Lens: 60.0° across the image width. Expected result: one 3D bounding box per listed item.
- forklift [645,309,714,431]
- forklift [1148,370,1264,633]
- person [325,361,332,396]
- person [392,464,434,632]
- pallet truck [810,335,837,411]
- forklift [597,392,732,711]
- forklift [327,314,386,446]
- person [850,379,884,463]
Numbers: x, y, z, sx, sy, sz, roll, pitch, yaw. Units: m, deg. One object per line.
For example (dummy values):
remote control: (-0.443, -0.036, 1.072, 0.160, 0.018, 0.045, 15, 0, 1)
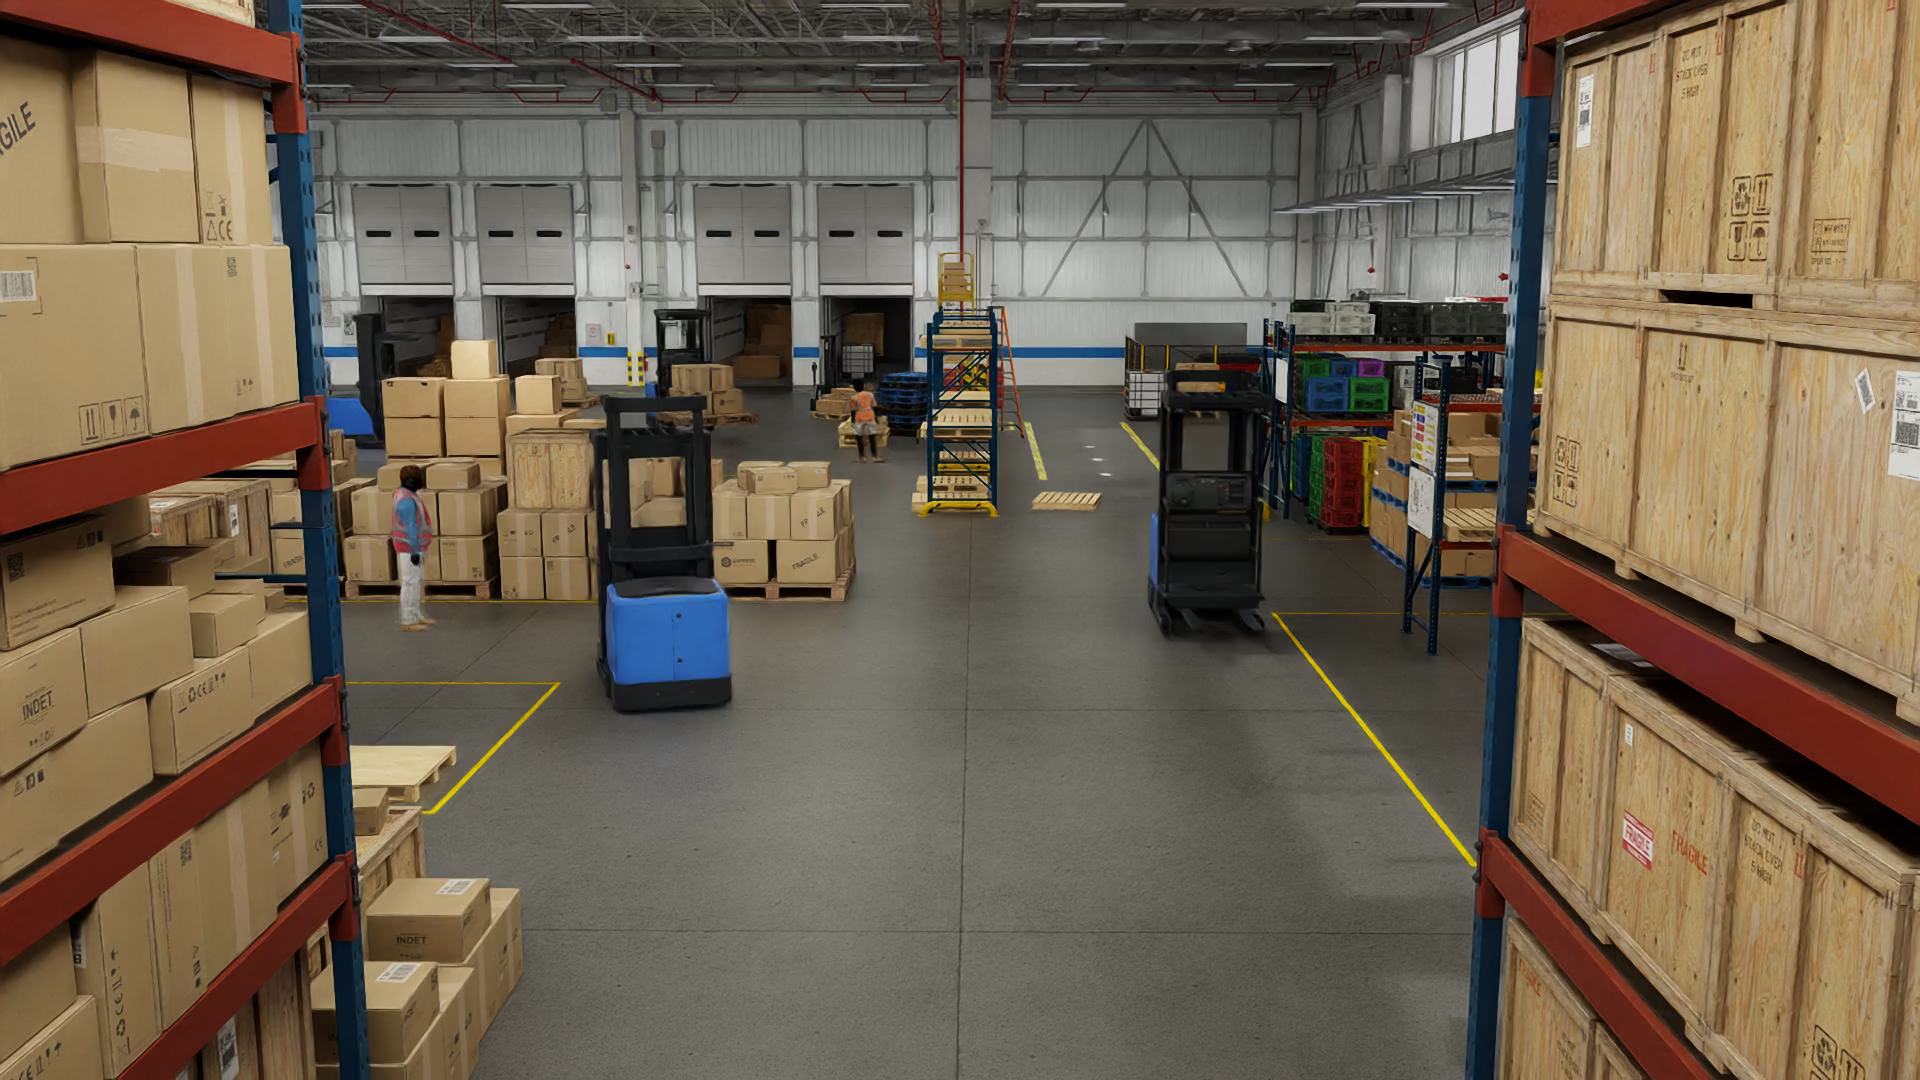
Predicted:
forklift: (-6.574, -3.962, 38.561, 1.129, 2.768, 1.873, -5, 11, -27)
forklift: (2.742, -0.514, 18.668, 1.129, 2.768, 1.873, 0, 10, 1)
person: (-15.036, -3.580, 39.072, 0.543, 1.939, 0.355, -4, 11, -22)
person: (-5.987, 0.084, 18.222, 0.429, 1.842, 0.632, -3, 10, -17)
pallet truck: (-3.021, -4.312, 43.126, 1.885, 1.965, 0.823, 3, 10, 17)
forklift: (-2.812, 0.024, 15.561, 1.129, 2.768, 1.873, -3, 10, -16)
forklift: (-12.501, -3.396, 35.293, 1.873, 2.768, 1.129, -1, 10, -4)
person: (-1.826, -2.341, 32.707, 0.686, 1.665, 0.356, -4, 11, -22)
